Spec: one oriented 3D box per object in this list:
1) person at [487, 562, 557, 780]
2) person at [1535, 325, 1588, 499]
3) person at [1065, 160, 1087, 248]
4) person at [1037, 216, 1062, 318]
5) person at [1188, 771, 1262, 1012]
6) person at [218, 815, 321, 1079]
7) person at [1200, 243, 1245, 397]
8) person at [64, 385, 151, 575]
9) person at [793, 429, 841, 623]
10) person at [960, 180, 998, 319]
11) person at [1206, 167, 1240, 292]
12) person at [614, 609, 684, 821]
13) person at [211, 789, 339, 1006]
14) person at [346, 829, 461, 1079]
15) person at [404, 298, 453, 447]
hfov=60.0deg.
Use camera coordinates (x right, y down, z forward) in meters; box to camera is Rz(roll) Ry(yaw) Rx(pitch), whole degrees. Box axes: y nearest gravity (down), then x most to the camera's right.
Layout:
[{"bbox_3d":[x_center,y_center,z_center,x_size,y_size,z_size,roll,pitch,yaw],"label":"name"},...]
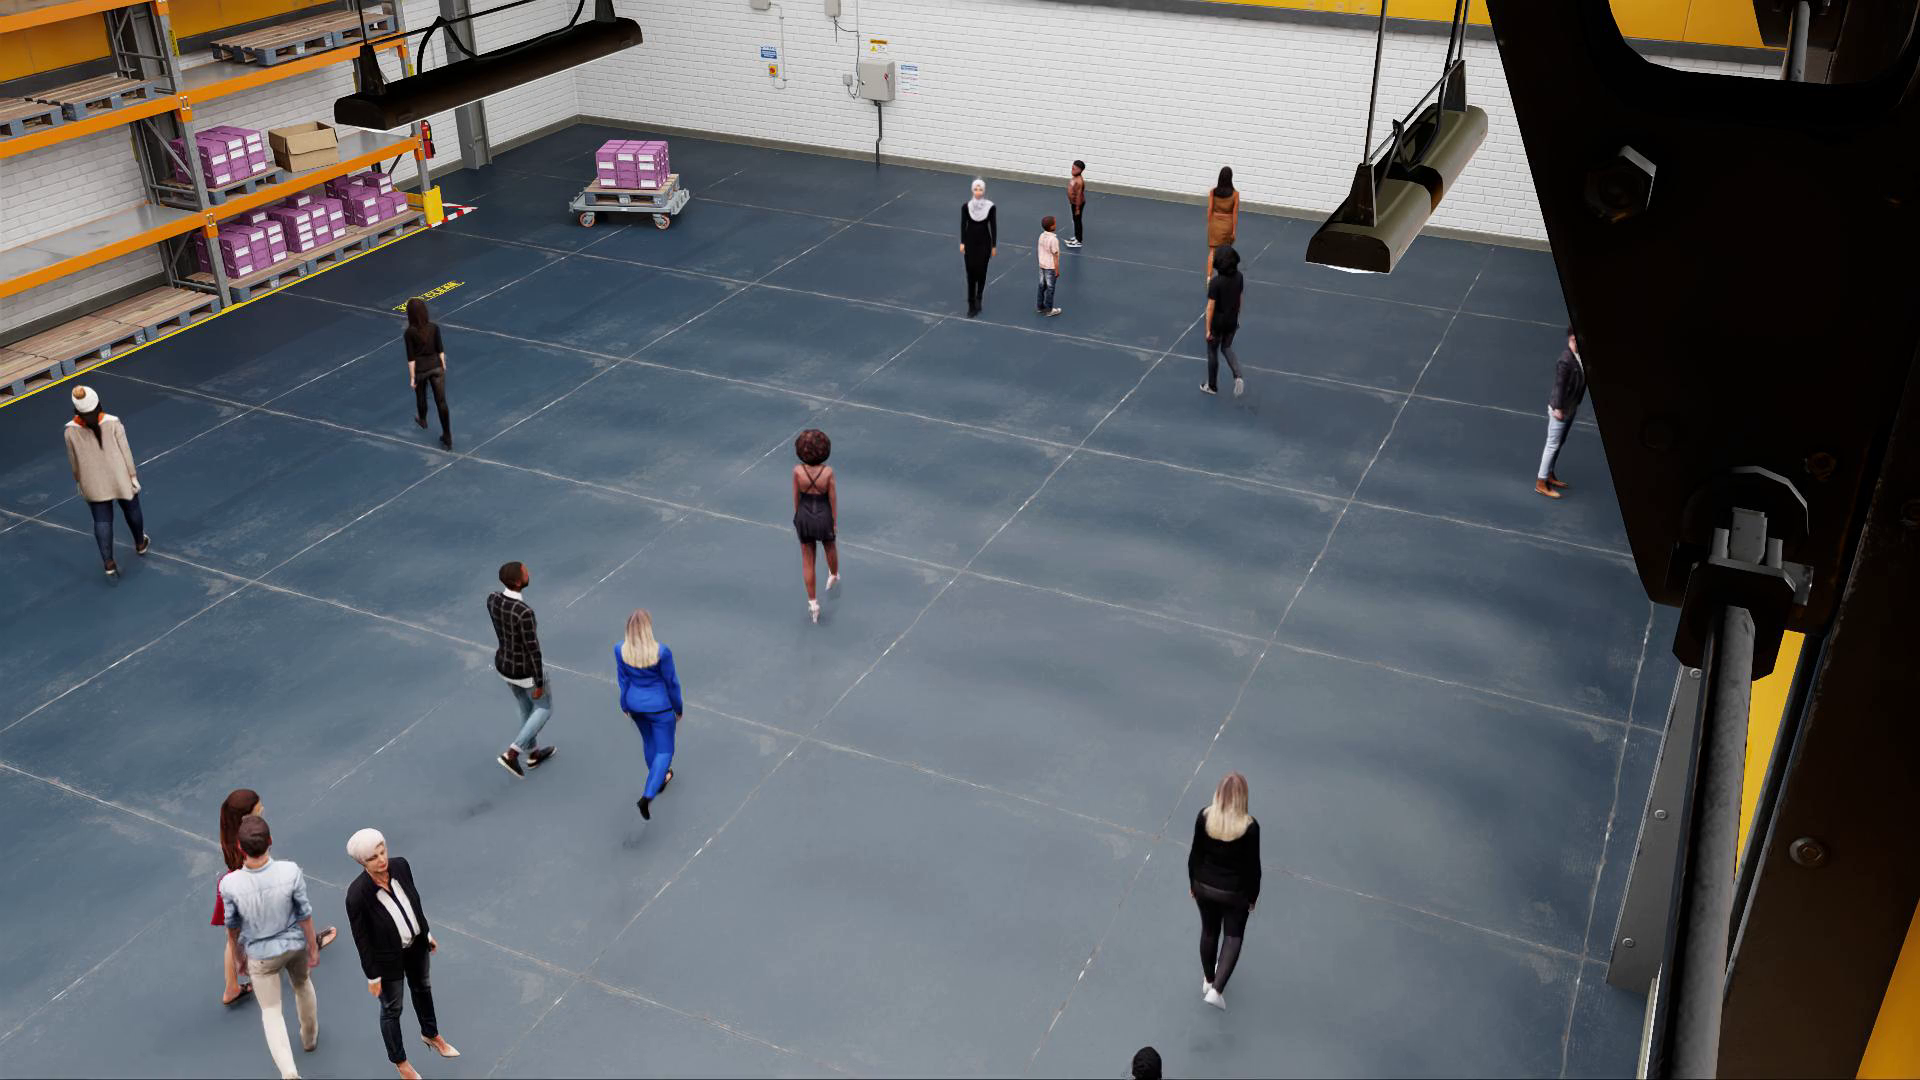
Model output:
[{"bbox_3d":[-3.394,1.018,12.579,0.744,1.801,0.906,19,34,31],"label":"person"},{"bbox_3d":[6.123,-1.347,16.880,0.753,1.835,0.551,19,34,31],"label":"person"},{"bbox_3d":[1.695,-4.848,23.904,0.653,1.255,0.563,-4,29,-7],"label":"person"},{"bbox_3d":[1.134,-3.545,21.463,0.607,1.306,0.569,-17,33,-29],"label":"person"},{"bbox_3d":[1.614,2.256,10.453,0.646,1.666,0.828,11,31,20],"label":"person"},{"bbox_3d":[-4.036,2.493,9.862,1.112,1.816,1.128,-12,31,-20],"label":"person"},{"bbox_3d":[3.048,-2.467,18.950,0.962,1.819,0.998,-14,31,-23],"label":"person"},{"bbox_3d":[-7.928,-0.547,15.388,1.114,1.860,1.188,-9,30,-16],"label":"person"},{"bbox_3d":[-1.286,-0.090,14.654,0.820,1.761,1.037,-1,29,-1],"label":"person"},{"bbox_3d":[0.237,-3.797,21.453,0.825,1.758,0.973,1,29,2],"label":"person"},{"bbox_3d":[3.454,-4.093,22.101,0.646,1.657,1.071,9,30,16],"label":"person"},{"bbox_3d":[-2.299,1.290,12.210,0.775,1.679,1.069,5,29,10],"label":"person"},{"bbox_3d":[-4.574,2.279,10.579,0.667,1.504,1.094,20,35,32],"label":"person"},{"bbox_3d":[-3.247,2.421,9.702,0.726,1.772,0.639,16,32,27],"label":"person"},{"bbox_3d":[-5.689,-1.775,17.910,1.067,1.600,0.997,-18,34,-30],"label":"person"}]
